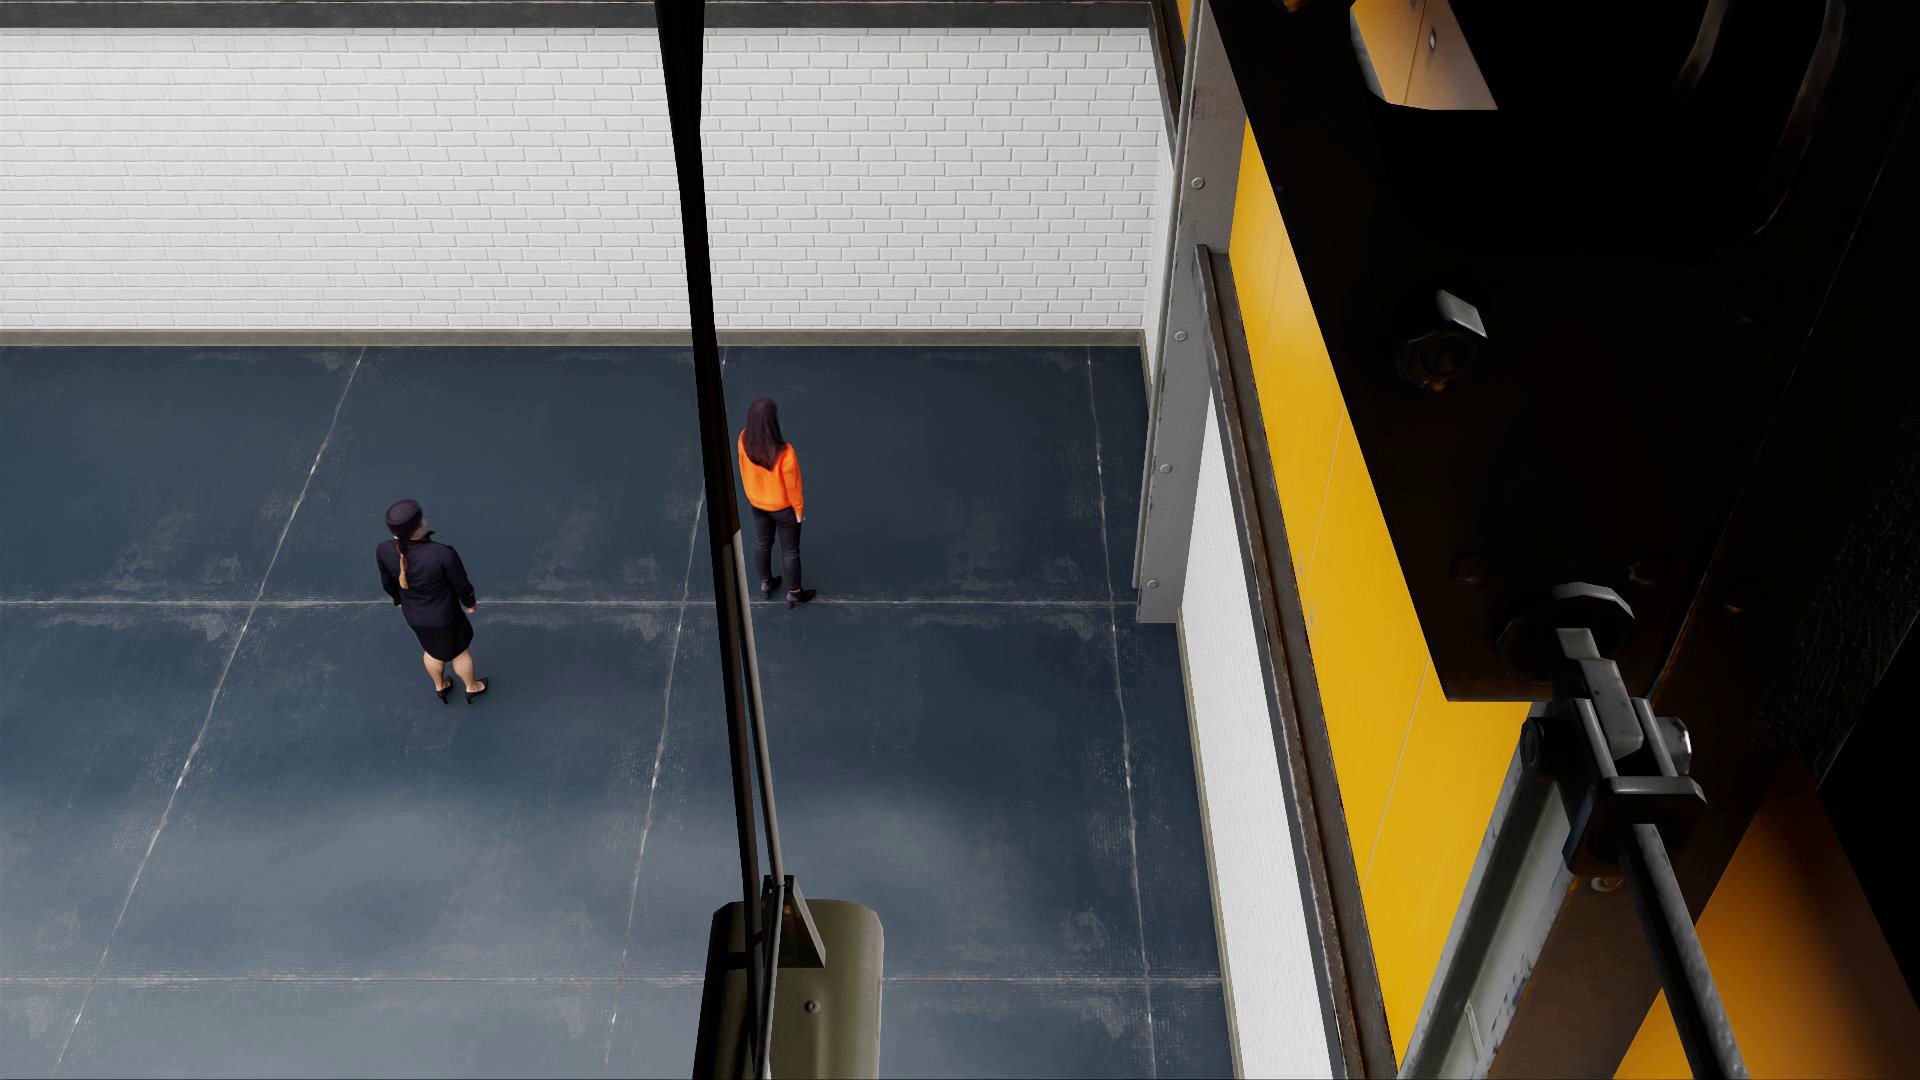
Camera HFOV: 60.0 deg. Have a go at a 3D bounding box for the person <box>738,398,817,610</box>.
[{"bbox_3d":[-1.242,-0.246,11.104,0.709,1.749,0.726,24,48,23],"label":"person"}]

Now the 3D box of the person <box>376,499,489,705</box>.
[{"bbox_3d":[-3.315,0.422,10.459,0.707,1.671,0.628,3,44,3],"label":"person"}]
